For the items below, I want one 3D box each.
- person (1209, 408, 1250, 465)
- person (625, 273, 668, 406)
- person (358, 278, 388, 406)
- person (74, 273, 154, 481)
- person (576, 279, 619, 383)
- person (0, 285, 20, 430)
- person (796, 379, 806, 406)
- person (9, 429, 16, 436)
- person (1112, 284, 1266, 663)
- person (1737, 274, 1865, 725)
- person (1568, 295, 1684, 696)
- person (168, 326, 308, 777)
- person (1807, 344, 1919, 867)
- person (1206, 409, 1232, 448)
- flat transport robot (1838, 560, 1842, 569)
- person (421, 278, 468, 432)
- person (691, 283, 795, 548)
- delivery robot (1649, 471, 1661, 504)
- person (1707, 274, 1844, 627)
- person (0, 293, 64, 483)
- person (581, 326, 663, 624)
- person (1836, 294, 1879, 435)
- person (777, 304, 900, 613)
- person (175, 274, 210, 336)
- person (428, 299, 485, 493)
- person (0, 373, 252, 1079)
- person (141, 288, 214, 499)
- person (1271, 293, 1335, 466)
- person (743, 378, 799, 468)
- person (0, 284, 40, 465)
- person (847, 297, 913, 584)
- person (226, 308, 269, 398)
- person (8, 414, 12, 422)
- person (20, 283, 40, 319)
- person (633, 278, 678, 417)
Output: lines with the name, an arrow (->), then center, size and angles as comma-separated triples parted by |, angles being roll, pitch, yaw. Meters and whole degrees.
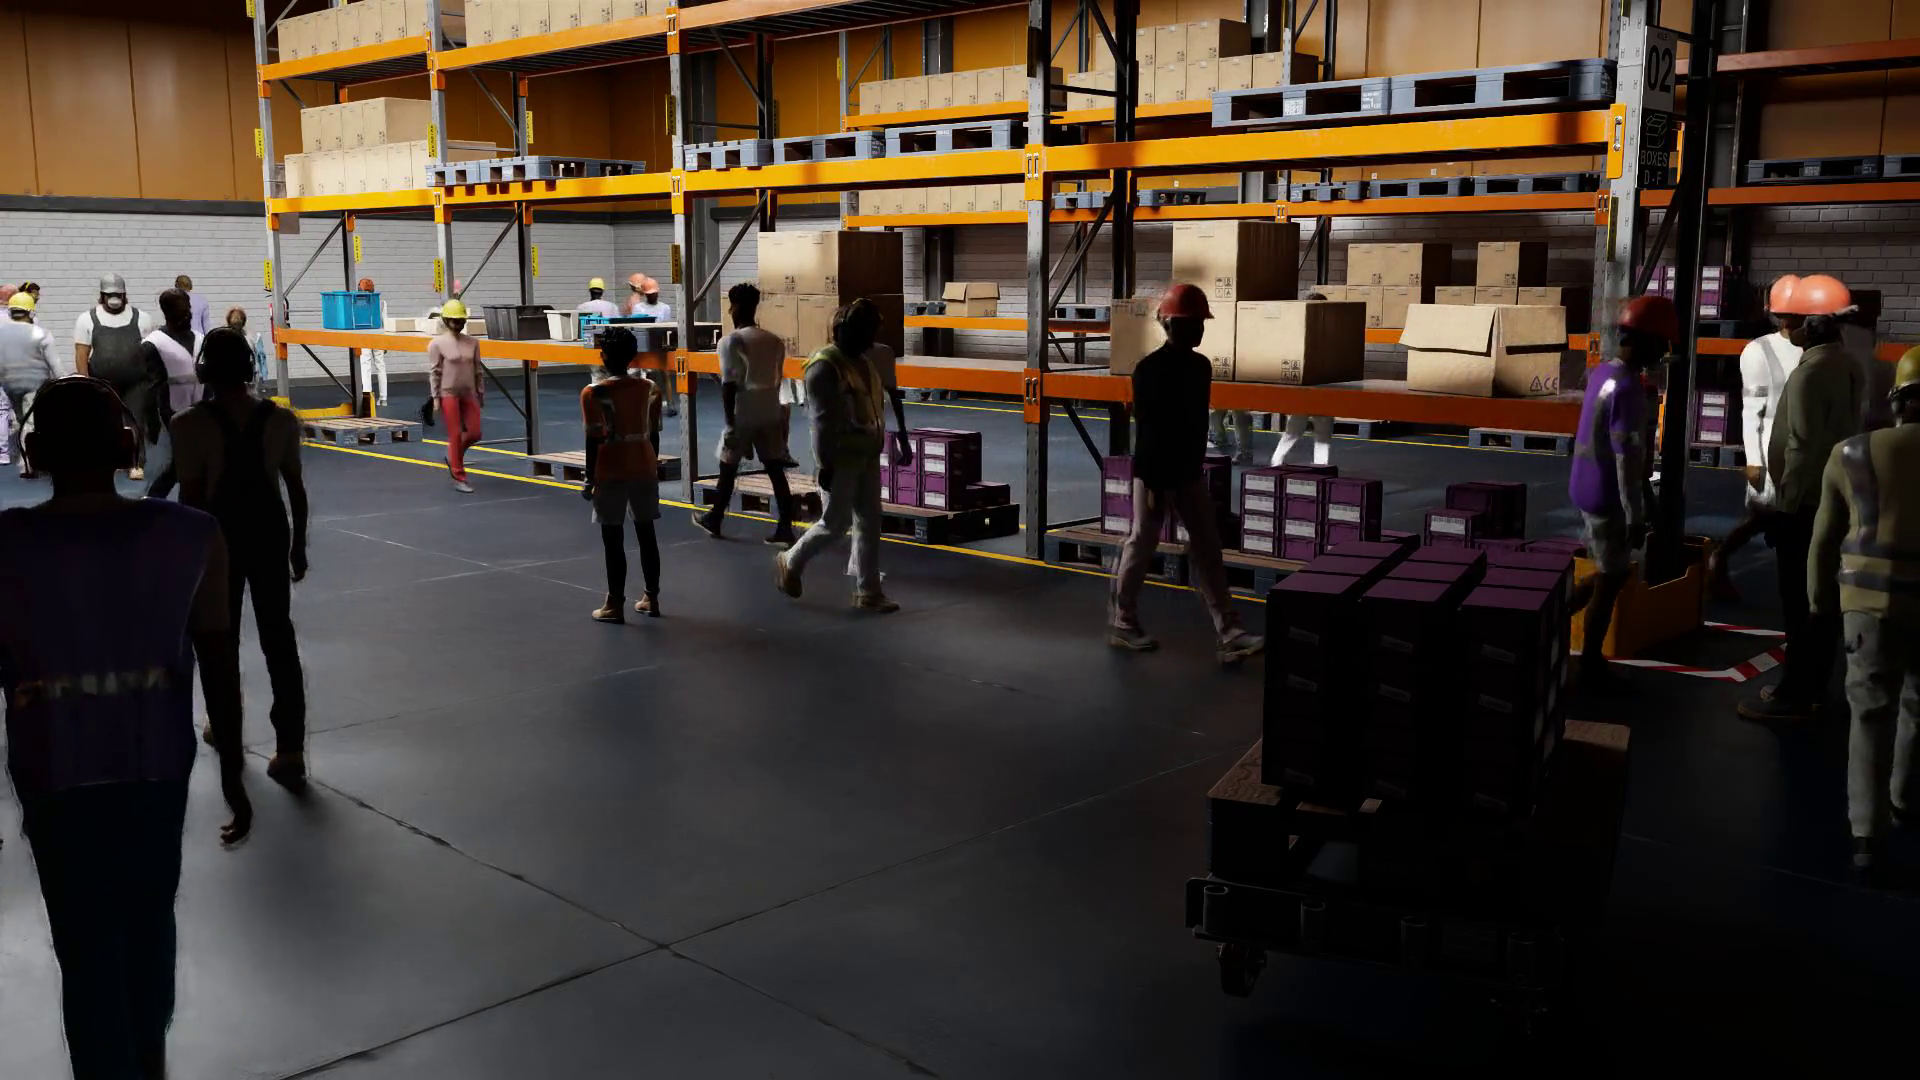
person -> 2.737, -1.622, 17.110 | 0.600, 1.718, 0.498 | 4, 10, 22
person -> -4.756, -2.938, 24.444 | 0.840, 1.971, 0.632 | -2, 9, -11
person -> -8.676, -2.893, 24.434 | 0.356, 1.883, 0.574 | 9, 13, 44
person -> -8.182, -1.620, 16.143 | 0.693, 2.000, 1.007 | -4, 10, -25
person -> -5.015, -2.639, 22.892 | 0.714, 1.866, 0.926 | -5, 10, -27
person -> -11.983, -2.271, 20.805 | 0.637, 1.823, 0.644 | -2, 9, -11
person -> -2.498, -2.787, 24.685 | 0.536, 1.600, 0.875 | -3, 10, -19
person -> -11.393, -1.930, 19.168 | 0.829, 1.659, 0.553 | -5, 11, -28
person -> 1.150, -0.329, 8.529 | 0.643, 1.934, 1.027 | -8, 12, -42
person -> 3.784, -0.177, 7.435 | 0.375, 1.996, 0.608 | 9, 13, 44
person -> 3.034, -0.189, 7.785 | 0.558, 1.906, 0.592 | 2, 9, 11
person -> -2.878, 0.042, 6.711 | 0.533, 1.799, 0.980 | -7, 12, -38
person -> 3.245, 0.209, 5.719 | 0.609, 1.789, 0.921 | 5, 10, 27
person -> 2.901, -1.958, 18.689 | 0.590, 1.884, 0.647 | 1, 9, 9
flat transport robot -> 6.424, 0.049, 11.325 | 0.652, 0.197, 1.431 | 9, 13, 44
person -> -6.397, -2.300, 20.712 | 0.736, 1.914, 0.559 | 6, 11, 34
person -> -1.586, -0.917, 12.217 | 1.025, 1.906, 0.629 | 9, 13, 44
delivery robot -> 5.244, -0.413, 12.999 | 0.477, 0.478, 0.707 | 9, 13, 44
person -> 4.739, -0.538, 9.662 | 0.632, 2.006, 0.914 | -3, 10, -17
person -> -8.905, -1.470, 15.988 | 0.624, 1.786, 0.901 | 0, 9, -1
person -> -1.933, -0.370, 9.532 | 0.319, 1.696, 0.532 | 9, 13, 44
person -> 6.743, -0.994, 12.843 | 0.628, 1.855, 0.708 | -3, 10, -15
person -> -0.720, -0.477, 9.816 | 0.699, 1.820, 0.633 | 5, 11, 30
person -> -11.240, -2.887, 24.229 | 0.373, 1.940, 0.629 | 9, 13, 44
person -> -4.597, -1.313, 15.129 | 0.523, 1.748, 0.537 | 9, 13, 43
person -> -1.947, 0.524, 3.787 | 0.581, 1.798, 1.037 | -6, 11, -31
person -> -5.954, -0.967, 12.630 | 0.940, 1.888, 0.591 | 2, 9, 10
person -> 3.190, -1.362, 15.289 | 0.630, 1.818, 0.830 | -3, 10, -15
person -> -1.955, -1.709, 17.064 | 0.743, 1.914, 0.556 | 9, 13, 44
person -> -9.896, -1.715, 17.317 | 0.663, 1.867, 0.691 | -4, 10, -21
person -> -0.591, -0.628, 10.663 | 0.588, 1.838, 0.609 | -8, 12, -39
person -> -7.760, -1.703, 17.981 | 0.541, 1.591, 0.831 | -5, 11, -29
person -> -12.728, -2.460, 21.827 | 0.908, 1.860, 0.632 | -8, 12, -39
person -> -12.141, -2.445, 21.824 | 0.776, 1.835, 0.540 | -1, 9, -3
person -> -4.127, -2.597, 22.598 | 0.550, 1.883, 0.952 | -5, 10, -26
